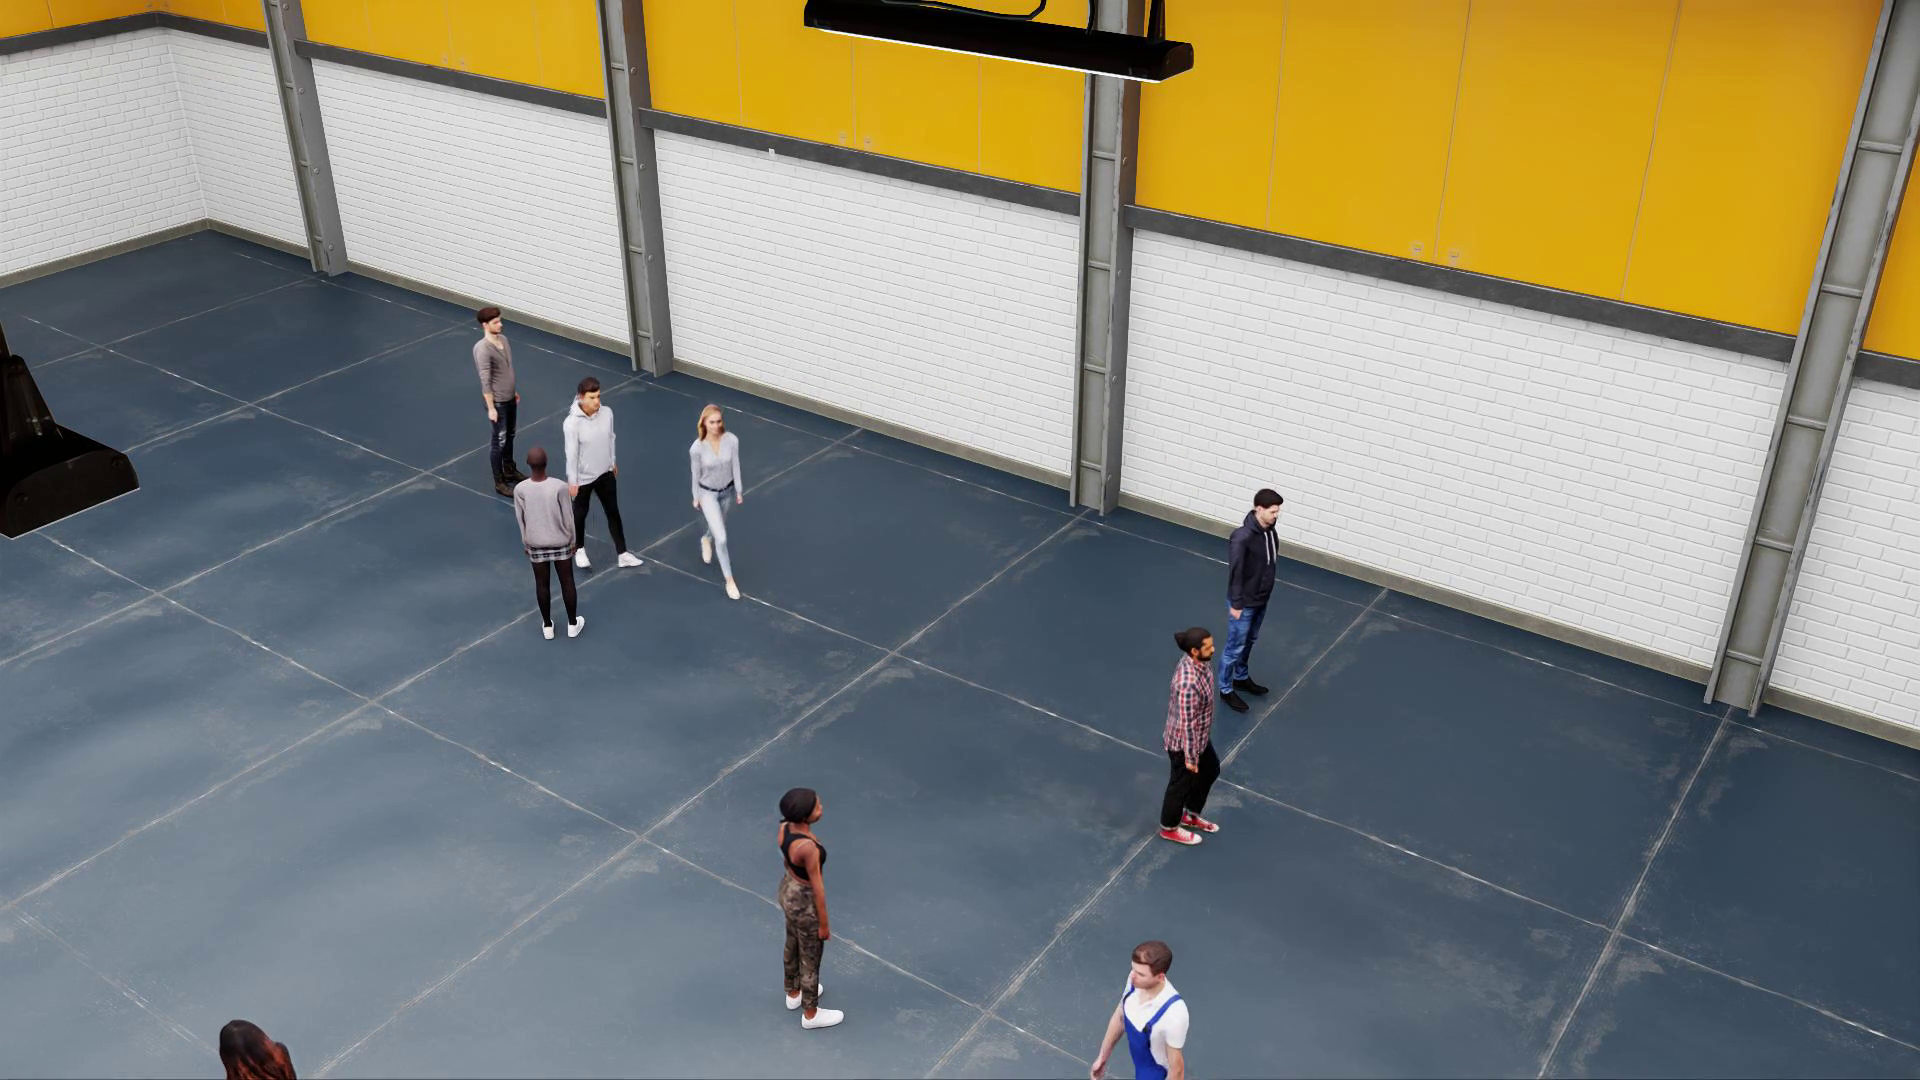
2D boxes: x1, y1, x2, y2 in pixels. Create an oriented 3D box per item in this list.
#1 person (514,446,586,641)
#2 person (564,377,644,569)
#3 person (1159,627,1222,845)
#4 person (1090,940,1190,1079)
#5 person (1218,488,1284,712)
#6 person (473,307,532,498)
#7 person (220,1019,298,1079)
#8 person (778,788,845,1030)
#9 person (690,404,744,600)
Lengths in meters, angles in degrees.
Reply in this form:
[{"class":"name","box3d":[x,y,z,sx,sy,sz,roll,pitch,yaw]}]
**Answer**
[{"class":"person","box3d":[-3.439,0.021,13.909,0.682,1.772,0.755,-3,29,-6]},{"class":"person","box3d":[-3.360,-0.620,14.958,0.788,1.892,0.992,-25,37,-38]},{"class":"person","box3d":[1.518,1.343,11.502,0.778,1.756,0.800,8,30,15]},{"class":"person","box3d":[1.097,2.794,8.795,1.152,1.800,1.216,-10,30,-17]},{"class":"person","box3d":[2.256,0.427,13.041,0.579,1.888,0.681,22,35,34]},{"class":"person","box3d":[-4.531,-1.383,16.343,0.730,1.905,0.772,6,29,11]},{"class":"person","box3d":[-3.487,3.068,8.469,0.703,1.632,0.725,5,29,10]},{"class":"person","box3d":[-0.938,2.190,10.007,0.711,1.699,0.593,-15,32,-26]},{"class":"person","box3d":[-2.178,-0.413,14.722,1.005,1.755,1.263,-13,31,-23]}]
